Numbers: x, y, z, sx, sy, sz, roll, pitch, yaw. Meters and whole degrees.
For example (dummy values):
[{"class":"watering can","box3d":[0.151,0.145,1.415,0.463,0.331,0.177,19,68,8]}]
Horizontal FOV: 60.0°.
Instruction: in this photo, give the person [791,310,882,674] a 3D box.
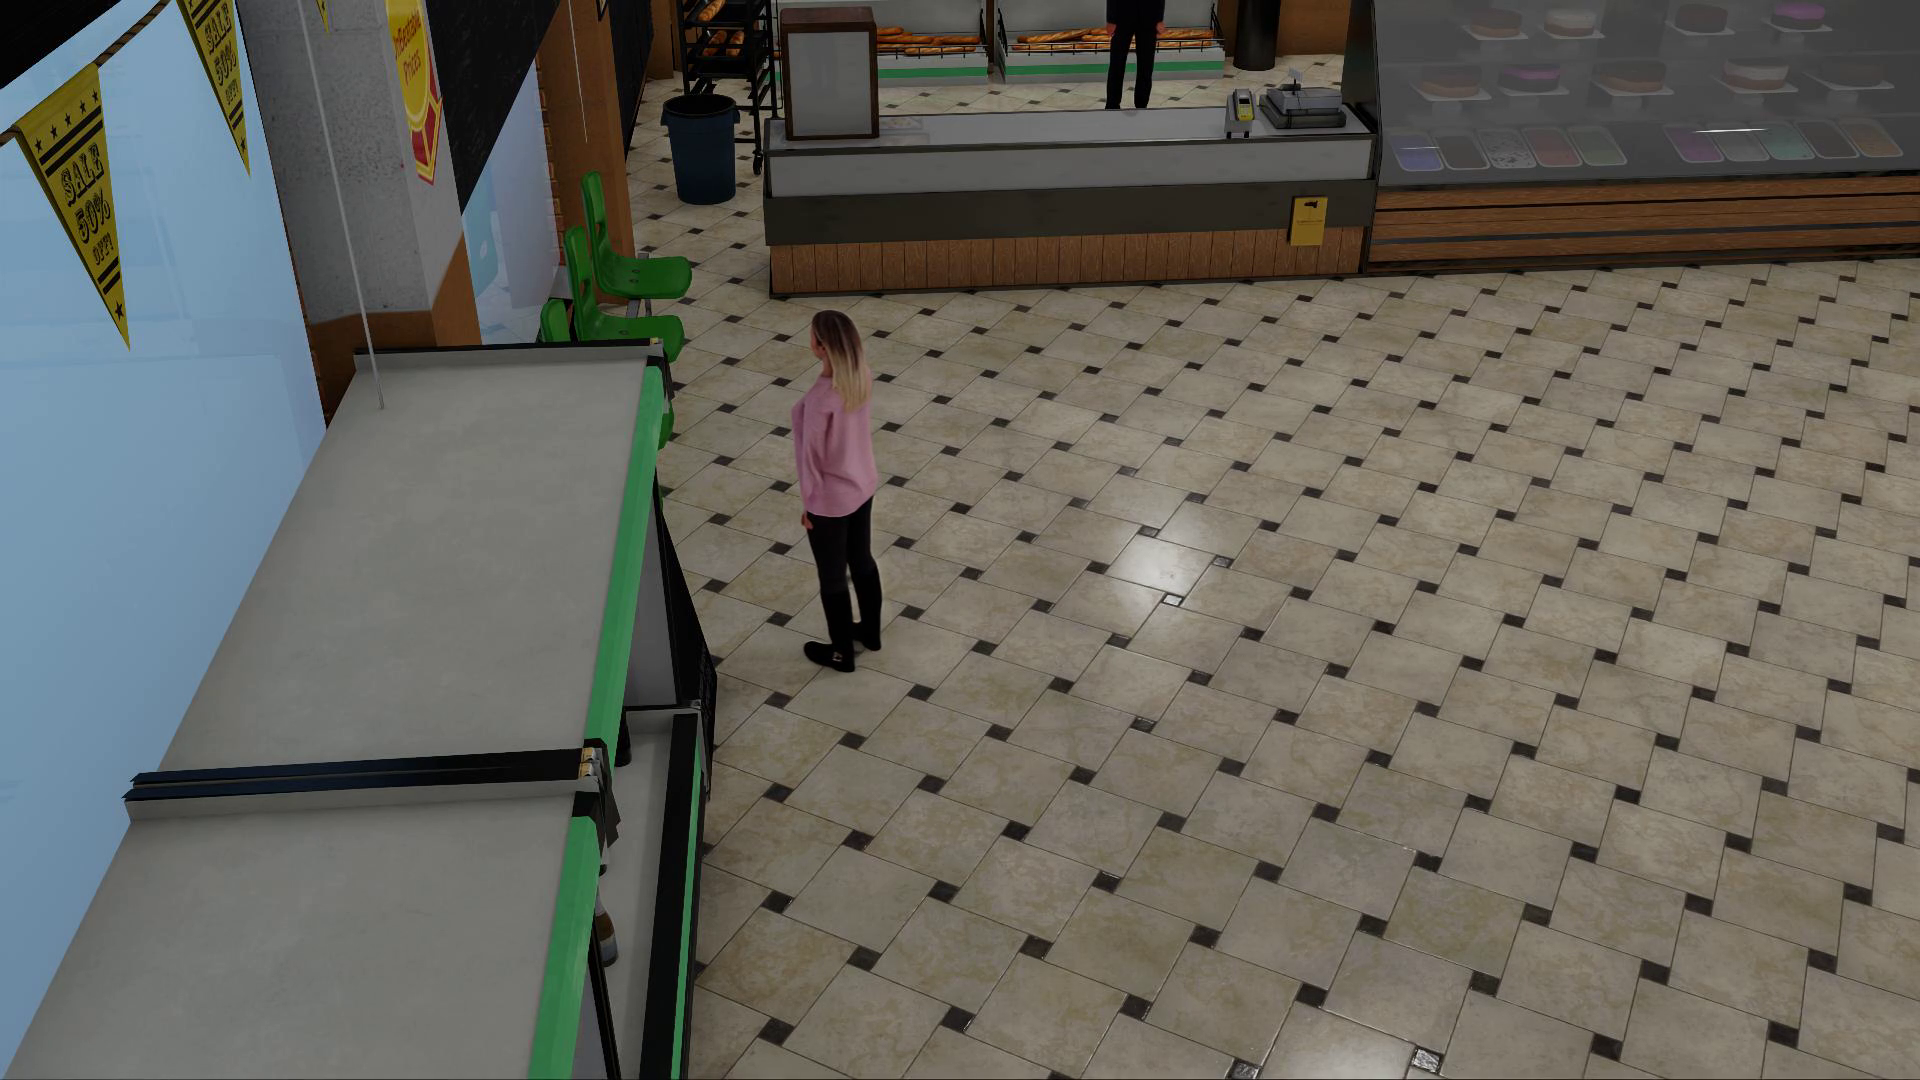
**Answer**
[{"class":"person","box3d":[-0.505,-0.198,7.144,0.739,1.686,0.648,16,35,24]}]

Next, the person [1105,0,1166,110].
[{"class":"person","box3d":[1.430,-4.235,13.462,0.625,1.866,0.554,-3,32,-4]}]
